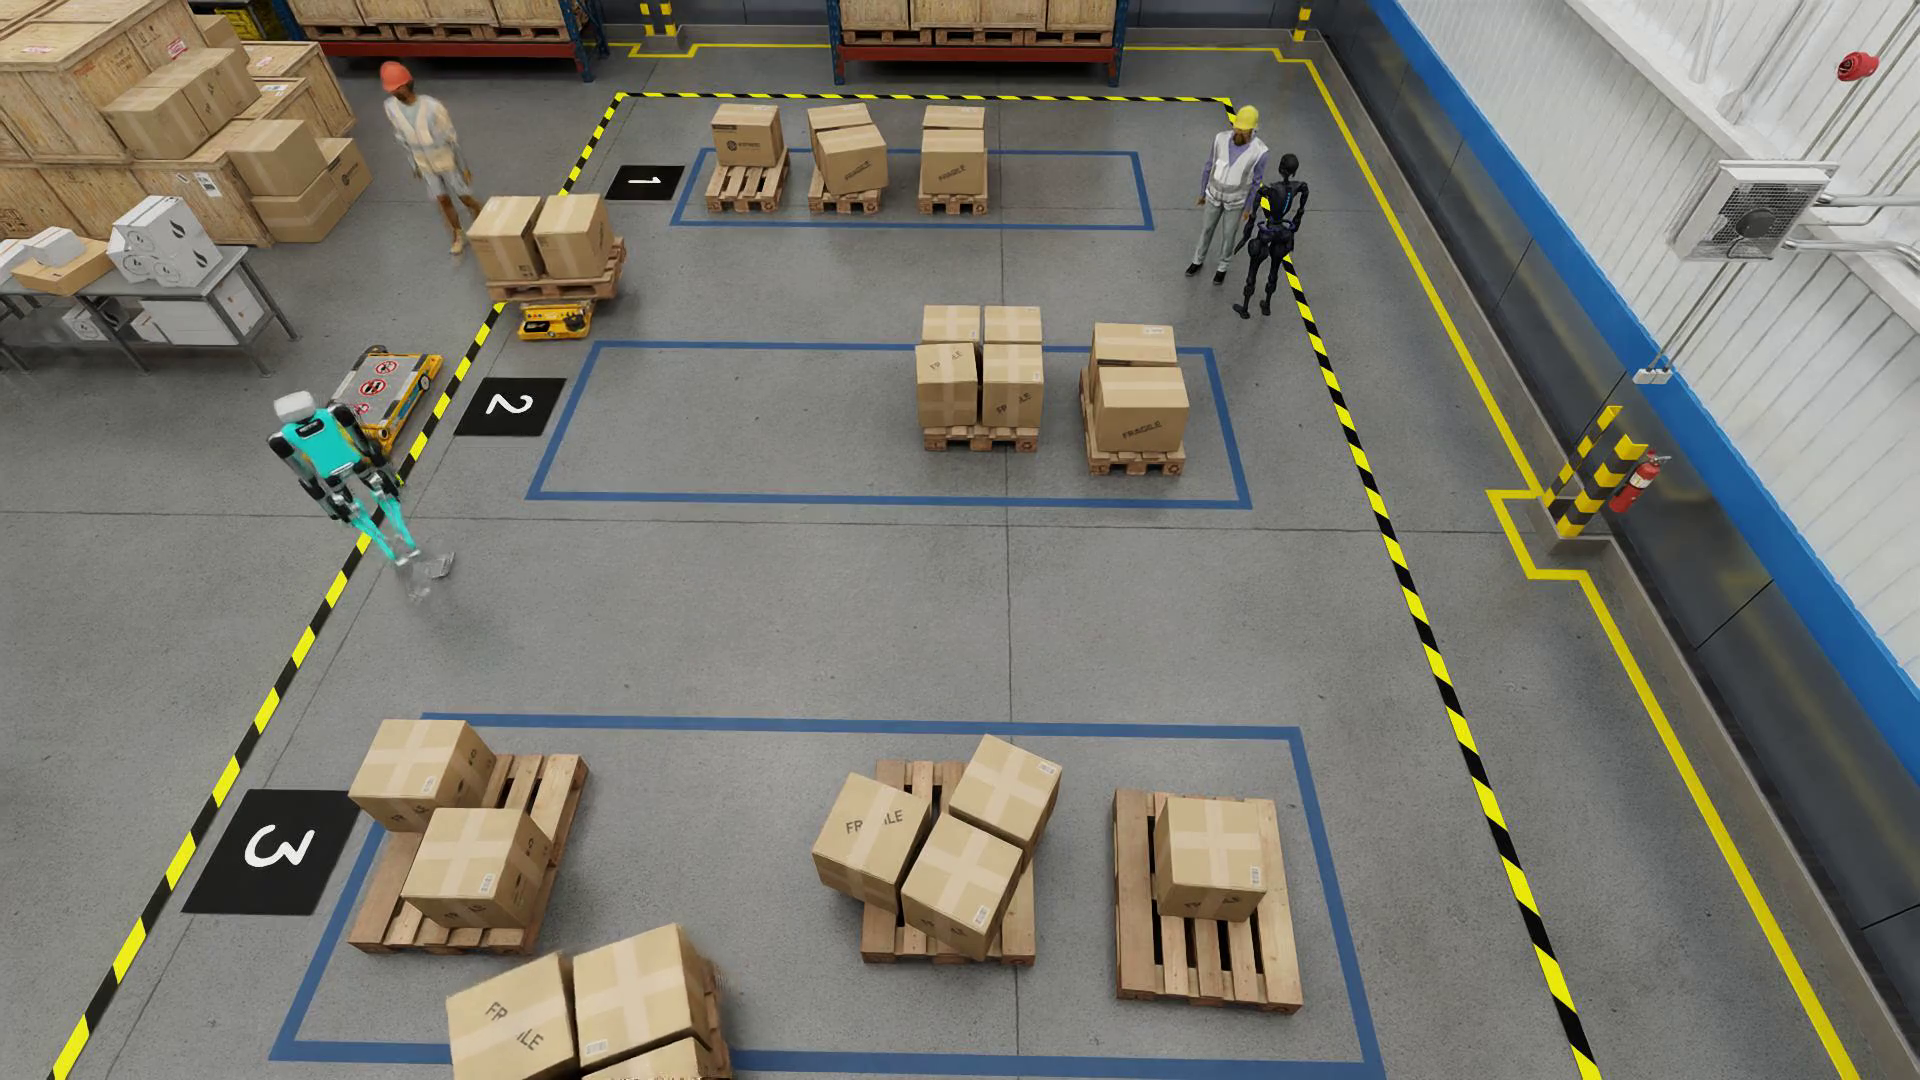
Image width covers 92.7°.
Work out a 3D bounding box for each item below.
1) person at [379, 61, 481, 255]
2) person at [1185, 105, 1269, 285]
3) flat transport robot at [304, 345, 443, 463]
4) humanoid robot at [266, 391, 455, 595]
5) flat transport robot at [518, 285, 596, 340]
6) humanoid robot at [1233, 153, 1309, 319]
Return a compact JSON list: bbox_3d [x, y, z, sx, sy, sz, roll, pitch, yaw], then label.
[{"bbox_3d":[-5.440,-3.910,9.515,0.613,2.040,0.389,0,50,0],"label":"person"},{"bbox_3d":[2.697,-3.471,9.276,0.589,1.837,0.404,25,54,20],"label":"person"},{"bbox_3d":[-5.383,-1.269,8.441,0.659,0.231,1.431,1,50,1],"label":"flat transport robot"},{"bbox_3d":[-4.212,-0.227,6.590,0.771,1.752,0.566,37,59,27],"label":"humanoid robot"},{"bbox_3d":[-4.122,-2.618,9.564,0.652,0.197,1.431,-3,50,-3],"label":"flat transport robot"},{"bbox_3d":[3.011,-2.937,8.918,0.599,1.659,0.315,-6,50,-5],"label":"humanoid robot"}]
